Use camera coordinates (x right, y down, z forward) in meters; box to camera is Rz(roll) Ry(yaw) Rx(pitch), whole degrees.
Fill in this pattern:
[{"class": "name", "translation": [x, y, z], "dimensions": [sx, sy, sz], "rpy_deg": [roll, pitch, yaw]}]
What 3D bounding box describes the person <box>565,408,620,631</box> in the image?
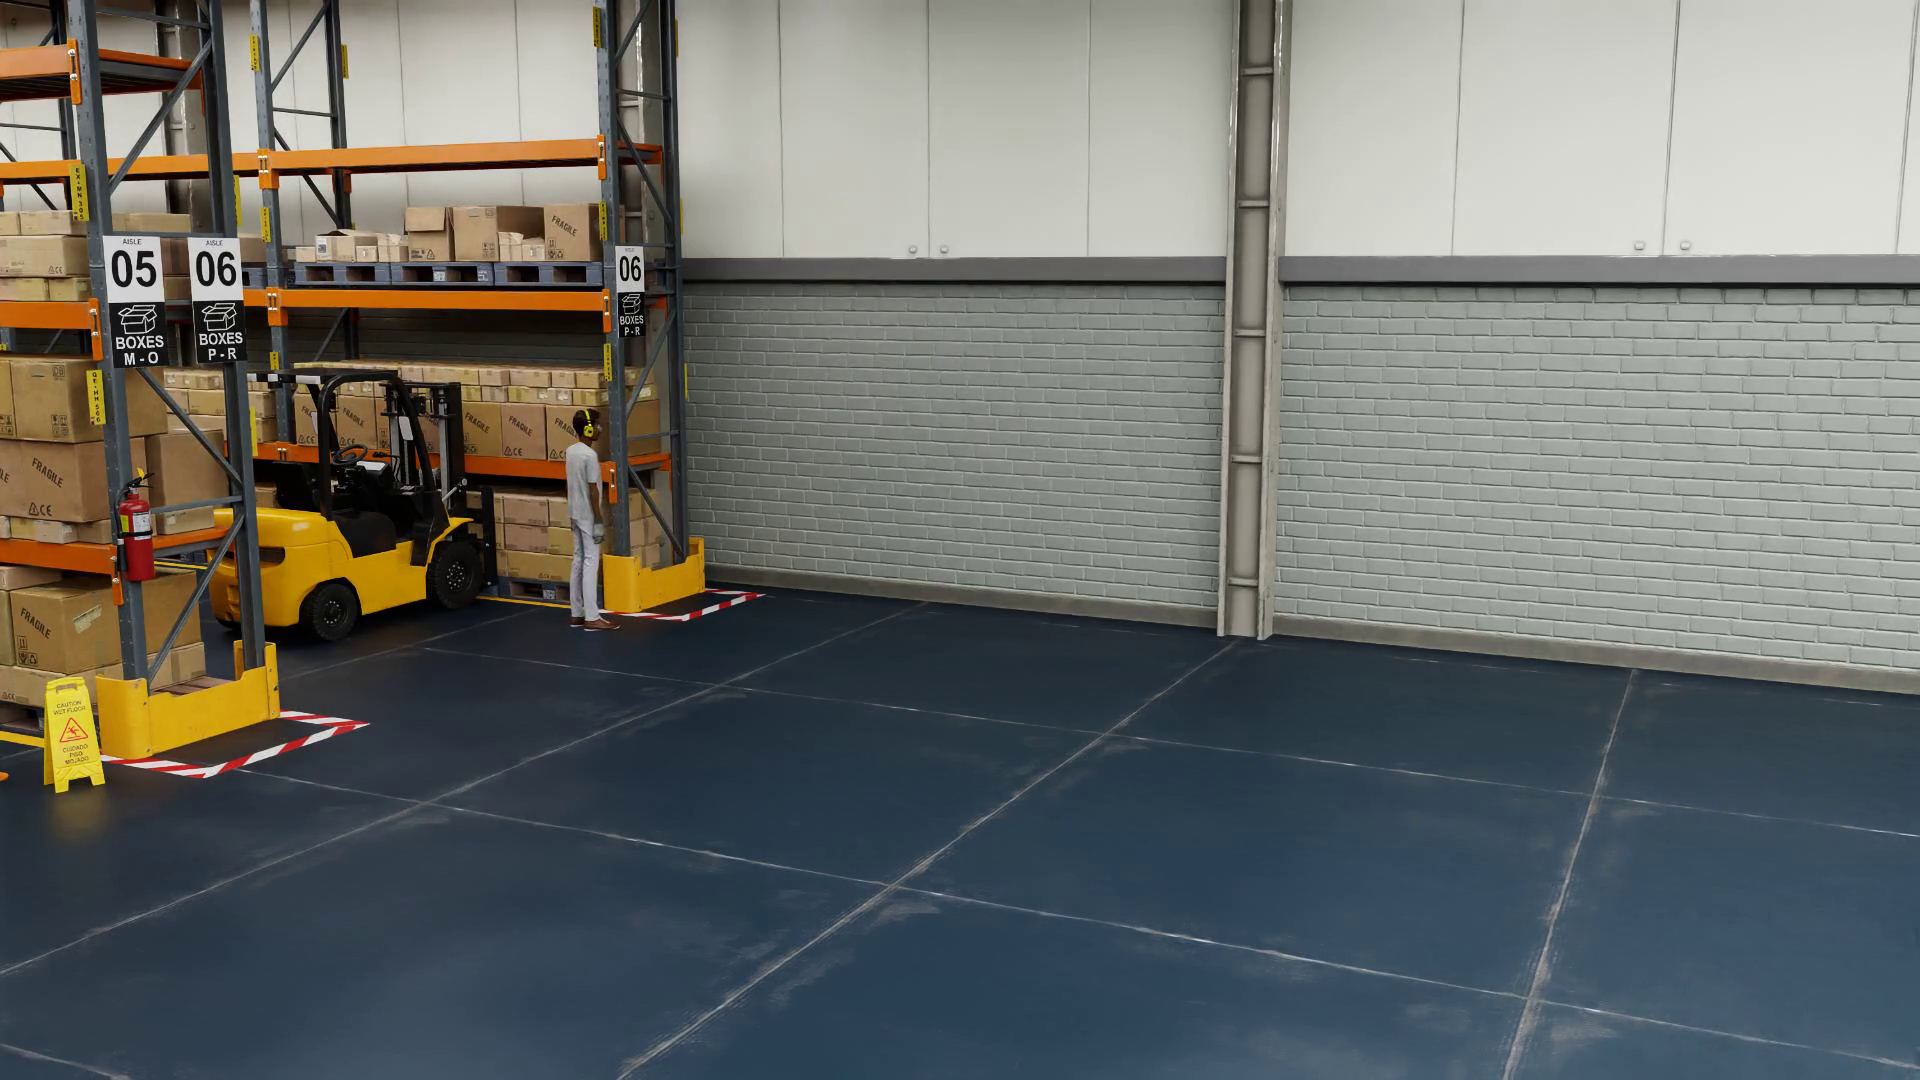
[{"class": "person", "translation": [-3.137, -0.173, 14.008], "dimensions": [0.334, 1.873, 0.517], "rpy_deg": [-7, 12, -38]}]
